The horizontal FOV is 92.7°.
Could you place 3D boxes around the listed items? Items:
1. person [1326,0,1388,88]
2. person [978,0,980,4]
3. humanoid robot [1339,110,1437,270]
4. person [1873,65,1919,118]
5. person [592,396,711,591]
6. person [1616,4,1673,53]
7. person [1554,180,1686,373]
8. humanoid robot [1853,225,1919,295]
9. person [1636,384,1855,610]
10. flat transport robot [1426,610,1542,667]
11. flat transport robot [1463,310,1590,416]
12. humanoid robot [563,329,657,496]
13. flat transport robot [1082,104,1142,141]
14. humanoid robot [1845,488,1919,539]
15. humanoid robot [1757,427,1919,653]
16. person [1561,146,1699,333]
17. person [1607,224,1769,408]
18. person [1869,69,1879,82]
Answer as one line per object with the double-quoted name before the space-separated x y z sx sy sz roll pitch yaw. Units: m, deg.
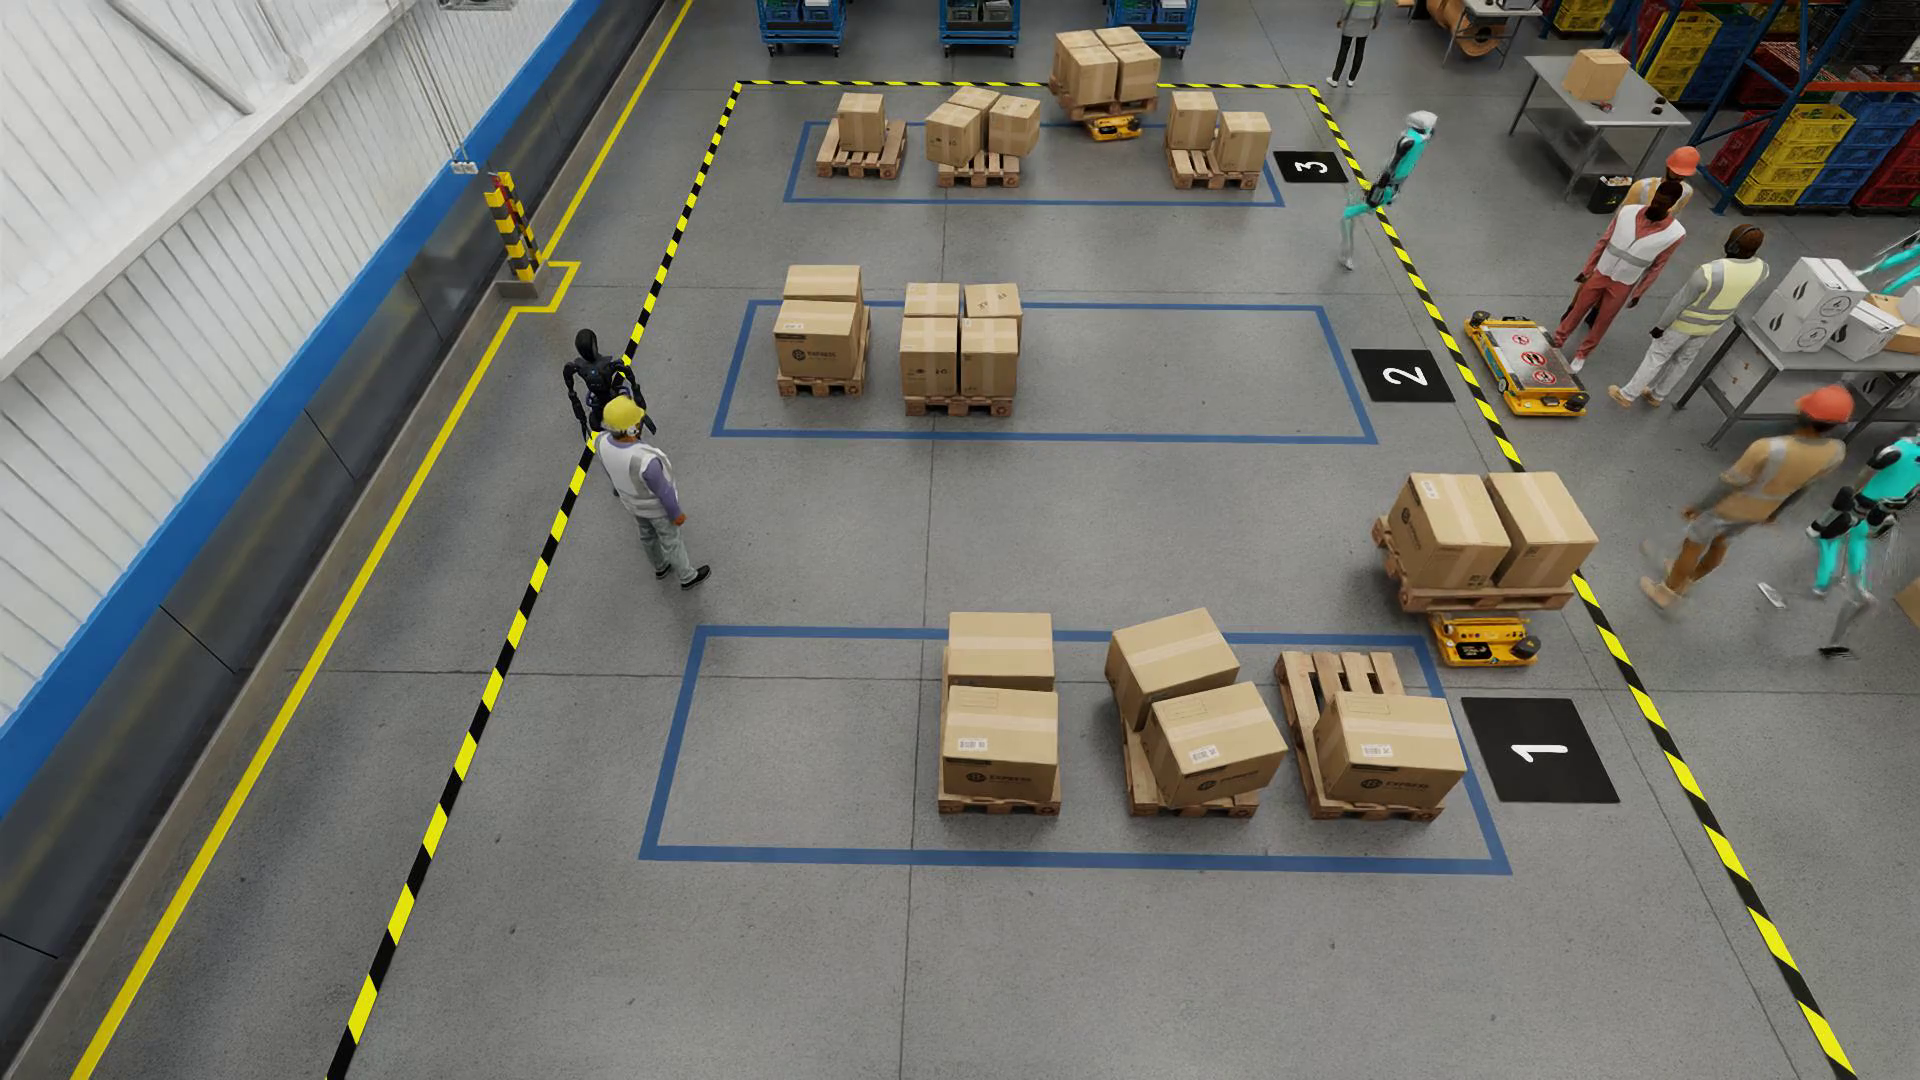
"person" 5.603 -7.347 12.845 0.597 1.850 0.395 1 49 1
"person" 0.234 -9.208 14.480 0.731 1.812 0.600 -17 51 -15
"humanoid robot" 4.397 -3.761 9.819 0.540 1.772 0.781 -34 57 -26
"person" 12.692 -6.439 12.070 0.603 1.848 0.485 34 57 26
"person" -2.279 -0.315 6.772 0.585 1.832 0.403 24 53 20
"person" 10.128 -7.709 13.176 0.982 1.822 0.493 1 49 1
"person" 6.126 -2.447 8.560 0.390 1.920 0.587 -32 56 -25
"humanoid robot" 9.302 -2.826 9.030 0.997 1.775 0.530 -5 49 -4
"person" 5.634 -0.284 6.611 0.613 2.041 0.391 0 49 0
"flat transport robot" 3.938 0.339 7.222 0.652 0.197 1.431 -1 49 -1
"flat transport robot" 5.573 -1.757 9.054 0.659 0.231 1.431 1 49 1
"humanoid robot" -2.819 -1.023 7.475 0.599 1.659 0.315 -6 49 -5
"flat transport robot" 1.954 -5.972 12.684 0.652 0.197 1.431 -11 50 -10
"humanoid robot" 7.690 -0.689 7.208 0.419 1.638 0.610 25 54 20
"humanoid robot" 6.499 0.098 6.512 0.548 1.821 0.889 -2 49 -2
"person" 6.536 -2.879 8.922 0.541 1.938 0.354 6 49 5
"person" 6.518 -1.948 8.186 0.622 1.837 0.429 -3 49 -3
"person" 13.271 -7.078 12.690 0.331 1.733 0.478 -16 51 -14
